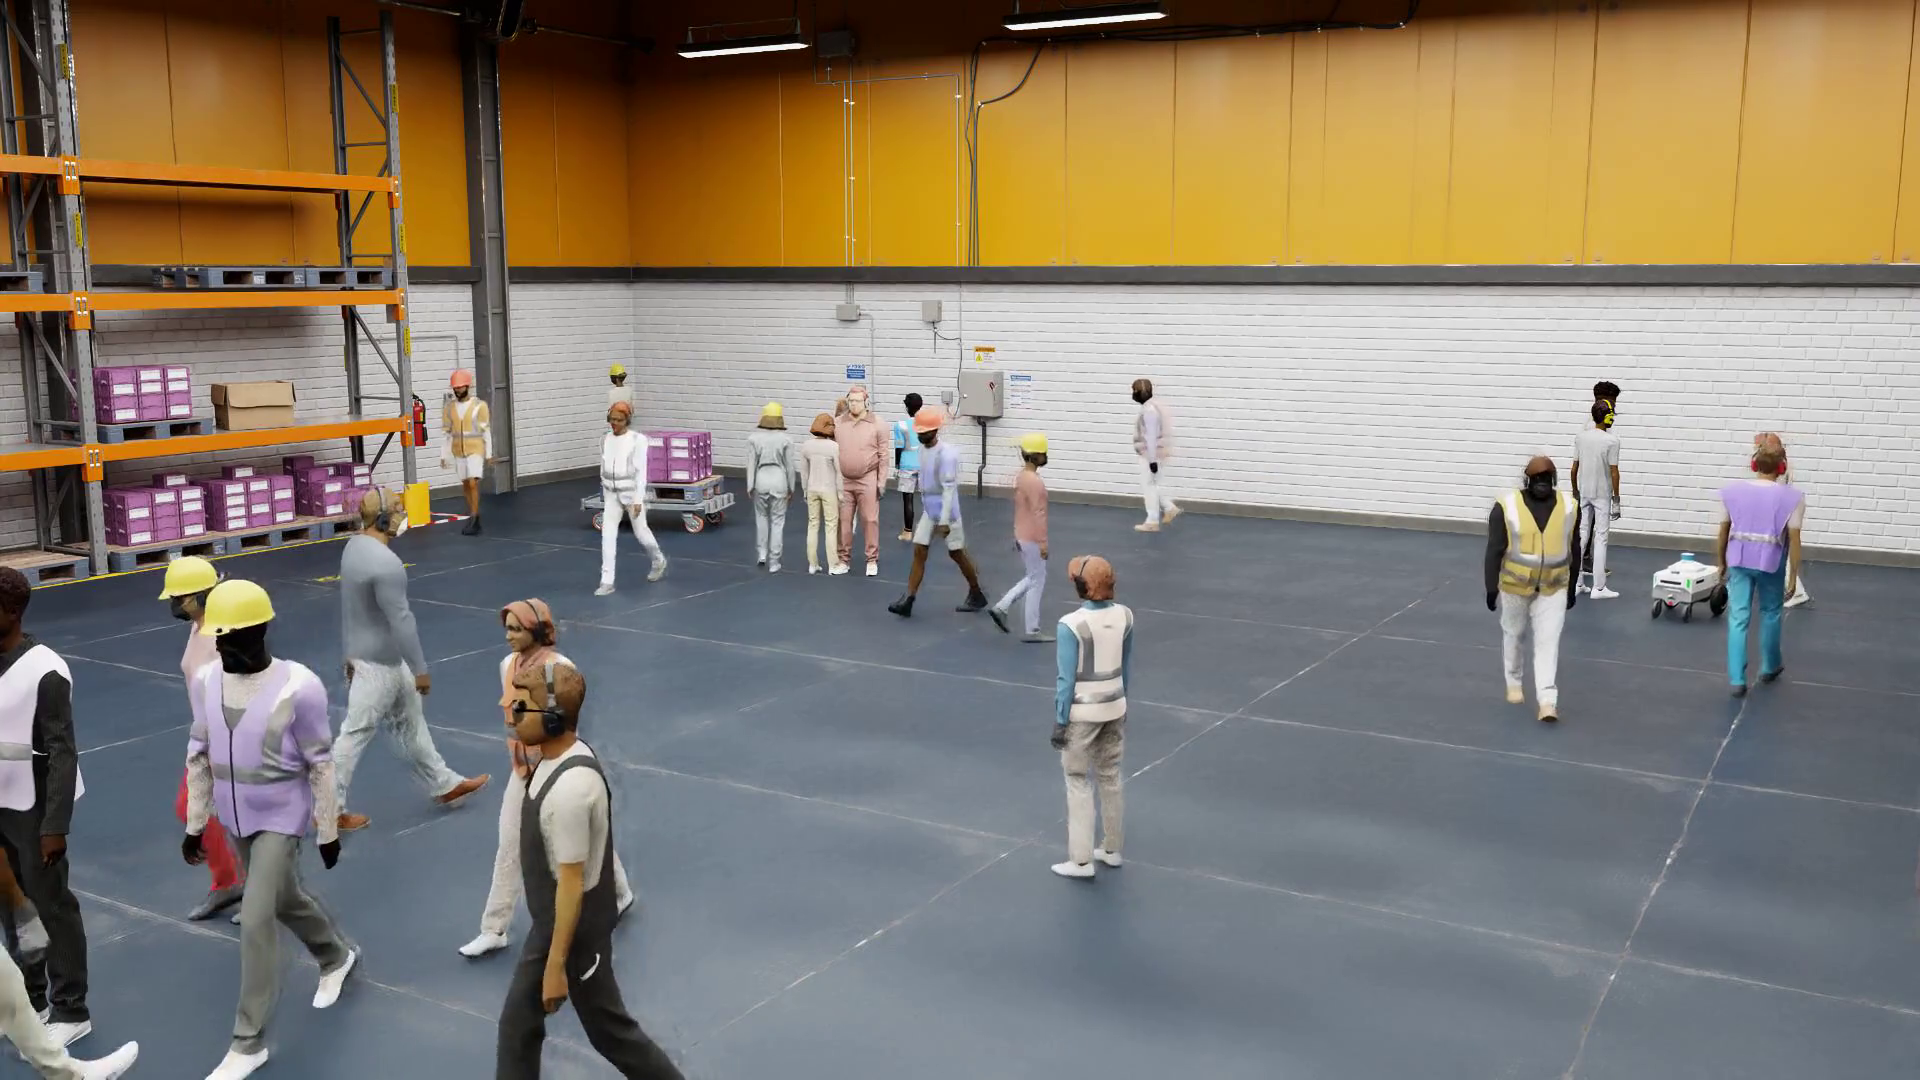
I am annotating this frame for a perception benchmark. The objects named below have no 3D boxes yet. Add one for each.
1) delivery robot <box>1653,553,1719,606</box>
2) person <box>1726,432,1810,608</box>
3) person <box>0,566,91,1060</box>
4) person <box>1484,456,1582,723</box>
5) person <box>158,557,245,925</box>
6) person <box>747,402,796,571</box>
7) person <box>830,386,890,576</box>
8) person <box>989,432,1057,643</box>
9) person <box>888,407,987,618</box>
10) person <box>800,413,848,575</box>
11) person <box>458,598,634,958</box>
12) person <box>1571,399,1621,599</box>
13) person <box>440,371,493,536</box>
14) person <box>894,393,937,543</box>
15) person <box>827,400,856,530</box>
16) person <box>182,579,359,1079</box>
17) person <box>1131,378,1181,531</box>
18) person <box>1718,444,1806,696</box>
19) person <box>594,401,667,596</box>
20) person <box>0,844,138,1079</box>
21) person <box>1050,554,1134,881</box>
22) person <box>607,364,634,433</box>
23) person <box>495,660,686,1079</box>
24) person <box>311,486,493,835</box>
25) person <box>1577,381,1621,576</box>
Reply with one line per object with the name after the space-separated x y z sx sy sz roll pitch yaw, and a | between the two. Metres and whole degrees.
6.426 0.359 14.712 0.477 0.478 0.707 9 13 44 | delivery robot
7.410 -0.187 15.225 0.528 1.592 0.900 -7 12 -38 | person
-3.657 1.043 6.487 0.591 1.922 0.392 5 10 27 | person
3.936 0.315 11.434 0.654 1.791 0.978 2 9 10 | person
-3.427 0.934 7.689 0.534 1.736 0.550 -8 12 -42 | person
-1.922 -0.550 17.046 0.494 1.720 0.560 1 9 4 | person
-1.035 -0.588 16.699 0.641 1.912 0.410 2 9 12 | person
0.545 -0.012 13.595 0.457 1.754 0.530 -2 9 -10 | person
-0.190 -0.246 14.673 1.021 1.874 0.587 -7 11 -37 | person
-1.376 -0.462 16.773 0.501 1.631 0.287 5 10 28 | person
-1.856 1.040 7.517 0.513 1.593 0.873 6 11 33 | person
5.961 -0.387 15.573 0.310 1.868 0.532 -6 11 -31 | person
-5.764 -1.001 19.291 0.568 1.900 0.846 1 9 9 | person
-0.508 -0.815 18.790 0.532 1.694 0.319 -4 10 -25 | person
-1.323 -0.813 19.114 0.524 1.583 0.886 0 9 3 | person
-2.702 1.059 6.539 0.596 1.887 0.967 4 10 21 | person
2.268 -0.997 19.553 0.514 1.816 0.642 2 9 10 | person
5.827 0.197 12.119 0.595 1.797 0.936 7 11 36 | person
-3.170 -0.429 15.979 0.570 1.849 0.971 4 10 22 | person
-3.304 1.226 5.646 0.560 1.815 0.966 8 12 40 | person
0.668 0.884 8.357 0.524 1.636 0.308 -8 12 -41 | person
-4.773 -1.582 23.349 0.315 1.770 0.524 4 10 26 | person
-1.237 1.270 5.457 0.946 1.807 0.522 -3 10 -20 | person
-3.107 0.645 9.091 1.036 1.881 0.654 -6 11 -32 | person
6.417 -0.624 16.772 0.380 1.958 0.601 3 9 16 | person
